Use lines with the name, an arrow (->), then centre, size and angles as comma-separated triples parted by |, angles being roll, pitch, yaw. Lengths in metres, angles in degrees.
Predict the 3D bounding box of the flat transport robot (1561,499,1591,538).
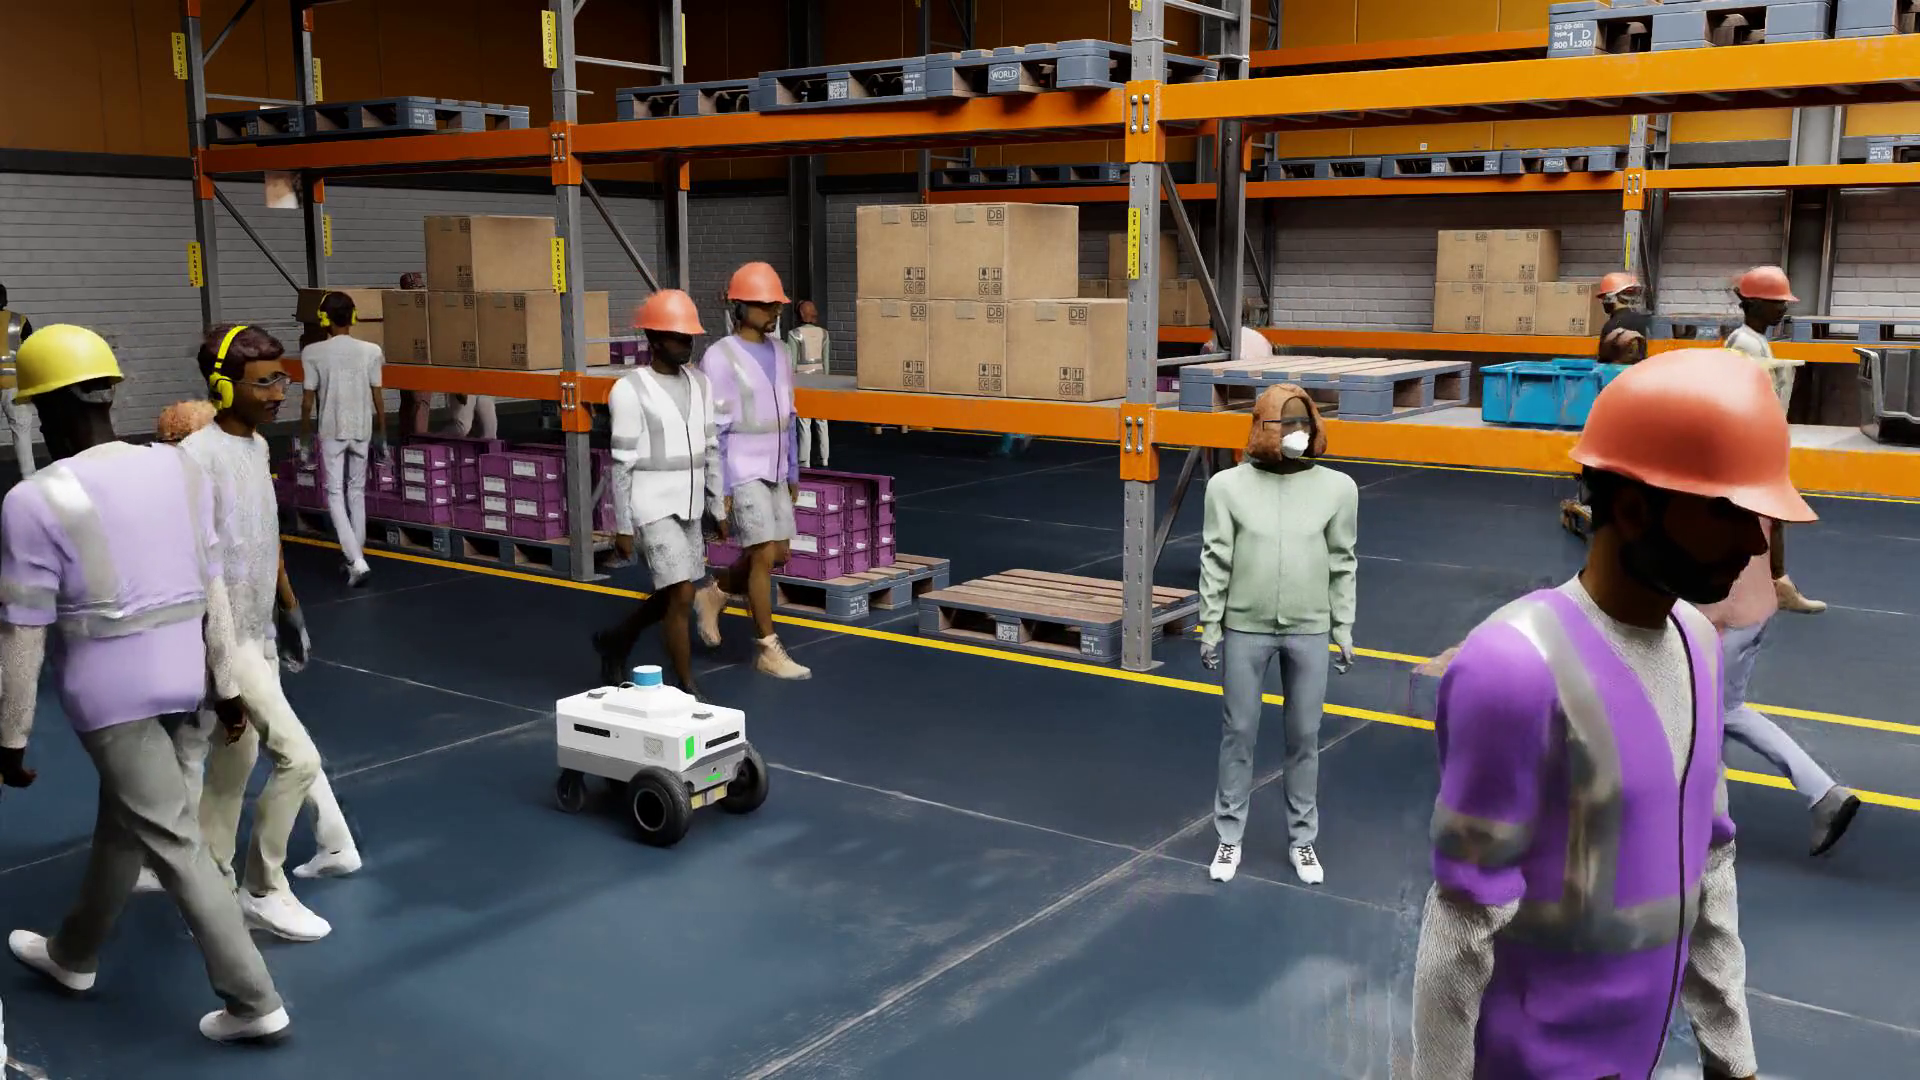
flat transport robot -> 4.803, -0.107, 11.936 | 0.652, 0.197, 1.431 | 1, 10, 8

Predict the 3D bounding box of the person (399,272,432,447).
person -> -5.364, -1.678, 16.432 | 0.410, 1.909, 0.643 | -8, 12, -40

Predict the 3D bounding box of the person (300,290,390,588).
person -> -3.842, -0.629, 10.381 | 0.532, 1.845, 0.774 | -7, 12, -37

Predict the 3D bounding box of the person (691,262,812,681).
person -> -1.054, -0.342, 8.149 | 0.769, 2.024, 0.611 | 6, 11, 31

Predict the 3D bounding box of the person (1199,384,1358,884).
person -> 1.030, 0.308, 5.408 | 0.507, 1.634, 0.274 | 1, 10, 5

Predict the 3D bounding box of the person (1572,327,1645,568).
person -> 4.020, -0.479, 10.168 | 0.507, 1.611, 0.550 | -4, 11, -25

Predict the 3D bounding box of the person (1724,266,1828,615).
person -> 4.479, -0.577, 9.614 | 1.019, 2.004, 0.623 | 5, 11, 29

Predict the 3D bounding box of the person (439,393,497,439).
person -> -4.478, -1.415, 14.958 | 0.796, 1.880, 0.644 | 2, 10, 9

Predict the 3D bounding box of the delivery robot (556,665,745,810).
delivery robot -> -1.125, 0.698, 6.021 | 0.707, 0.478, 0.477 | 6, 11, 33

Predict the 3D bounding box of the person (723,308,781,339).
person -> -2.085, -1.713, 16.752 | 0.578, 1.878, 0.348 | -2, 10, -10

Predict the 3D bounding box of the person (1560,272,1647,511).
person -> 5.253, -1.122, 13.040 | 0.656, 1.942, 0.970 | -8, 12, -40

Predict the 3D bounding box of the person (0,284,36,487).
person -> -8.507, -1.364, 14.762 | 0.632, 1.841, 0.429 | -3, 10, -17

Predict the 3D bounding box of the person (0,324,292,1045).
person -> -2.180, 0.383, 4.298 | 1.032, 1.860, 0.601 | 3, 10, 18

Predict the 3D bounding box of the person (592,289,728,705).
person -> -1.345, -0.152, 7.351 | 0.828, 1.909, 0.558 | 6, 11, 34

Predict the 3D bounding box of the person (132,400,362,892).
person -> -2.333, 0.352, 5.318 | 0.799, 1.597, 0.517 | 1, 10, 3

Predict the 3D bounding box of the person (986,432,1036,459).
person -> 0.509, -1.715, 16.864 | 0.527, 1.832, 0.594 | 6, 11, 30

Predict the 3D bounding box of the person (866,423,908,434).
person -> -0.879, -2.262, 19.512 | 0.672, 2.000, 0.536 | -4, 10, -22

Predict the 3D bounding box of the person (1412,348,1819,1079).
person -> 0.918, 0.704, 2.234 | 0.556, 1.905, 0.779 | -8, 13, -41

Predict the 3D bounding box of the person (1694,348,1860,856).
person -> 2.583, 0.248, 5.440 | 0.607, 1.747, 0.522 | 7, 12, 37

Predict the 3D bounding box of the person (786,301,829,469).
person -> -1.482, -1.504, 16.188 | 0.523, 1.638, 0.310 | -9, 13, -43

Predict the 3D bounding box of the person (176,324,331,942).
person -> -2.072, 0.295, 4.869 | 0.585, 1.837, 0.681 | -1, 10, -6

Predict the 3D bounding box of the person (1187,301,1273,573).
person -> 1.707, -0.667, 10.626 | 0.647, 1.827, 0.452 | -8, 13, -41

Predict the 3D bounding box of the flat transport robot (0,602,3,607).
flat transport robot -> -5.728, 0.348, 9.224 | 1.431, 0.197, 0.652 | 9, 13, 42
